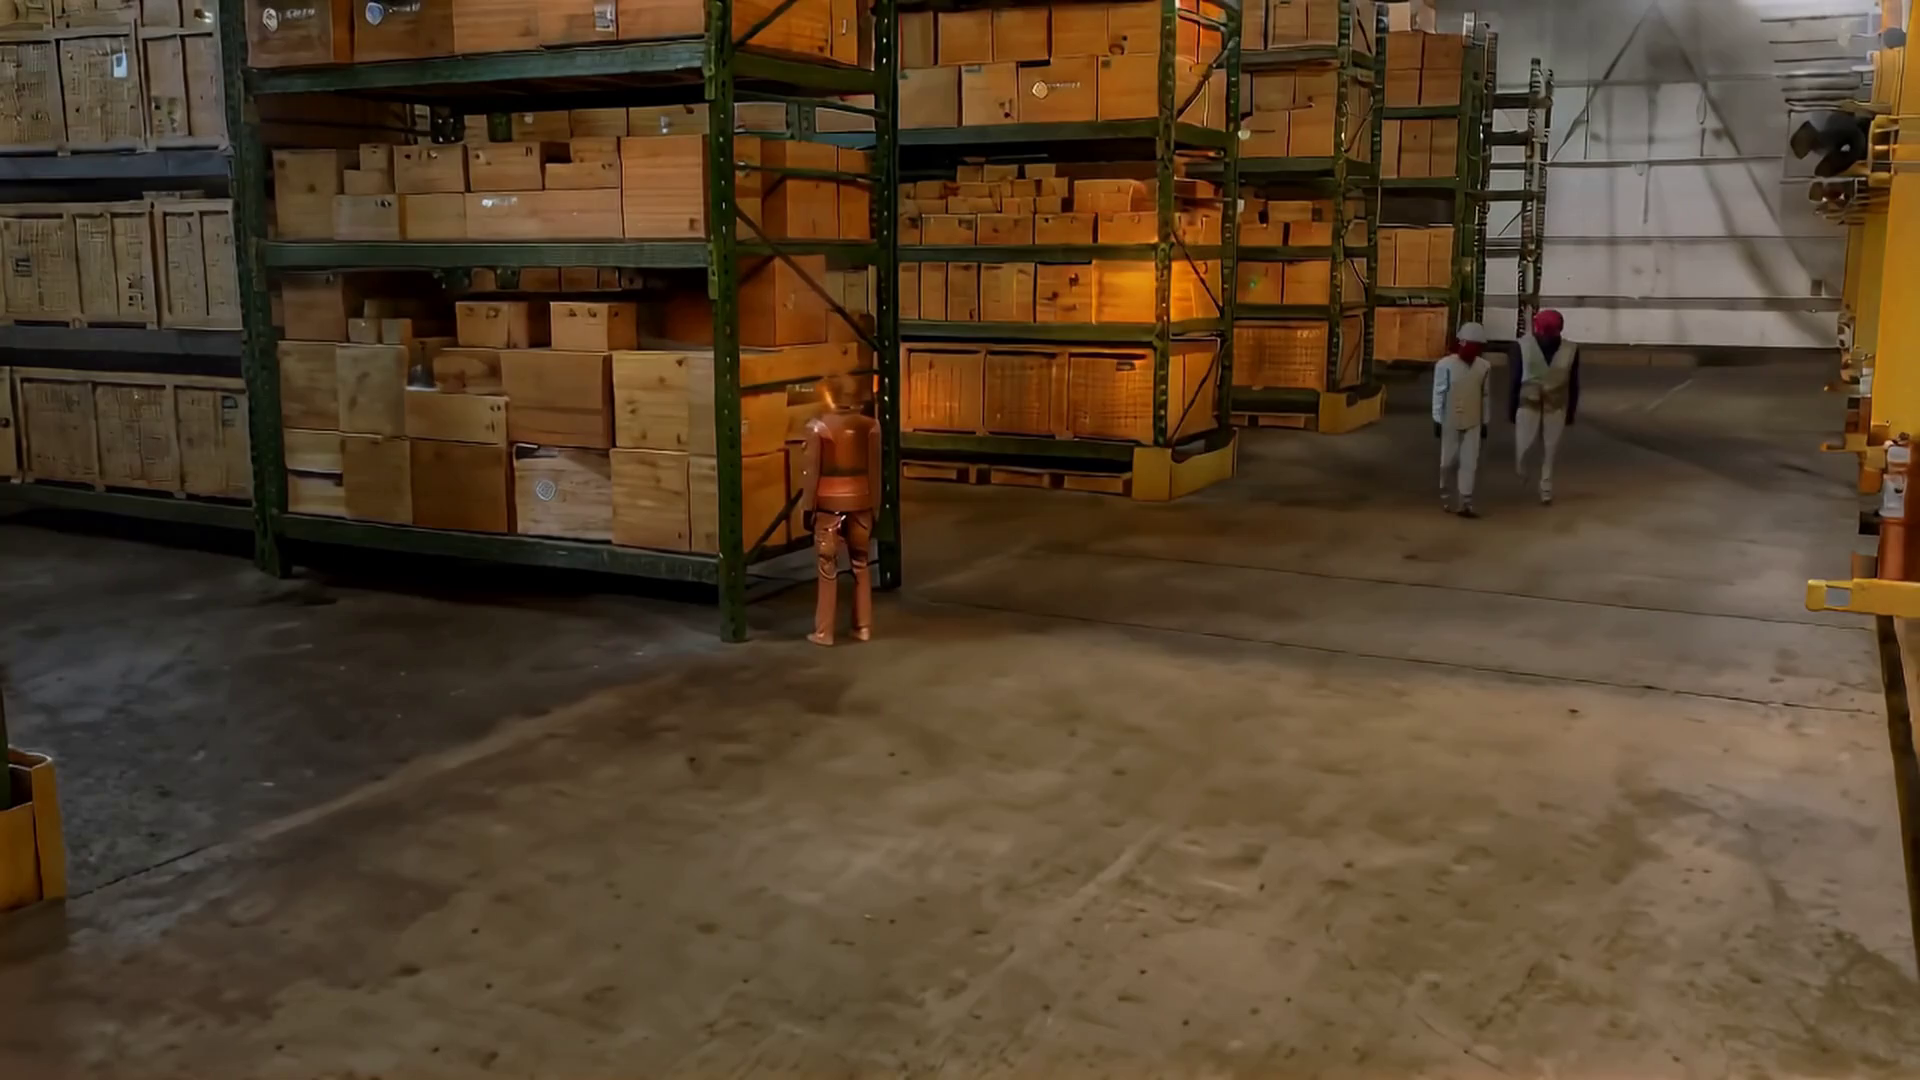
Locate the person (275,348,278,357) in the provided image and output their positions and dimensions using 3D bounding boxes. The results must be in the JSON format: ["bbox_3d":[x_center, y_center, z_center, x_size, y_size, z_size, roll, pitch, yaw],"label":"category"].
[{"bbox_3d":[-8.029,-1.986,19.515,0.384,1.930,0.540,-3,10,-16],"label":"person"}]

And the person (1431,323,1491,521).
[{"bbox_3d":[4.398,-1.043,14.656,0.624,1.721,0.592,-2,10,-11],"label":"person"}]

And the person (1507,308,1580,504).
[{"bbox_3d":[5.433,-1.244,15.494,0.644,1.824,0.432,1,10,8],"label":"person"}]

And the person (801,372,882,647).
[{"bbox_3d":[-0.693,-0.179,9.899,0.525,1.632,0.312,-6,11,-30],"label":"person"}]
